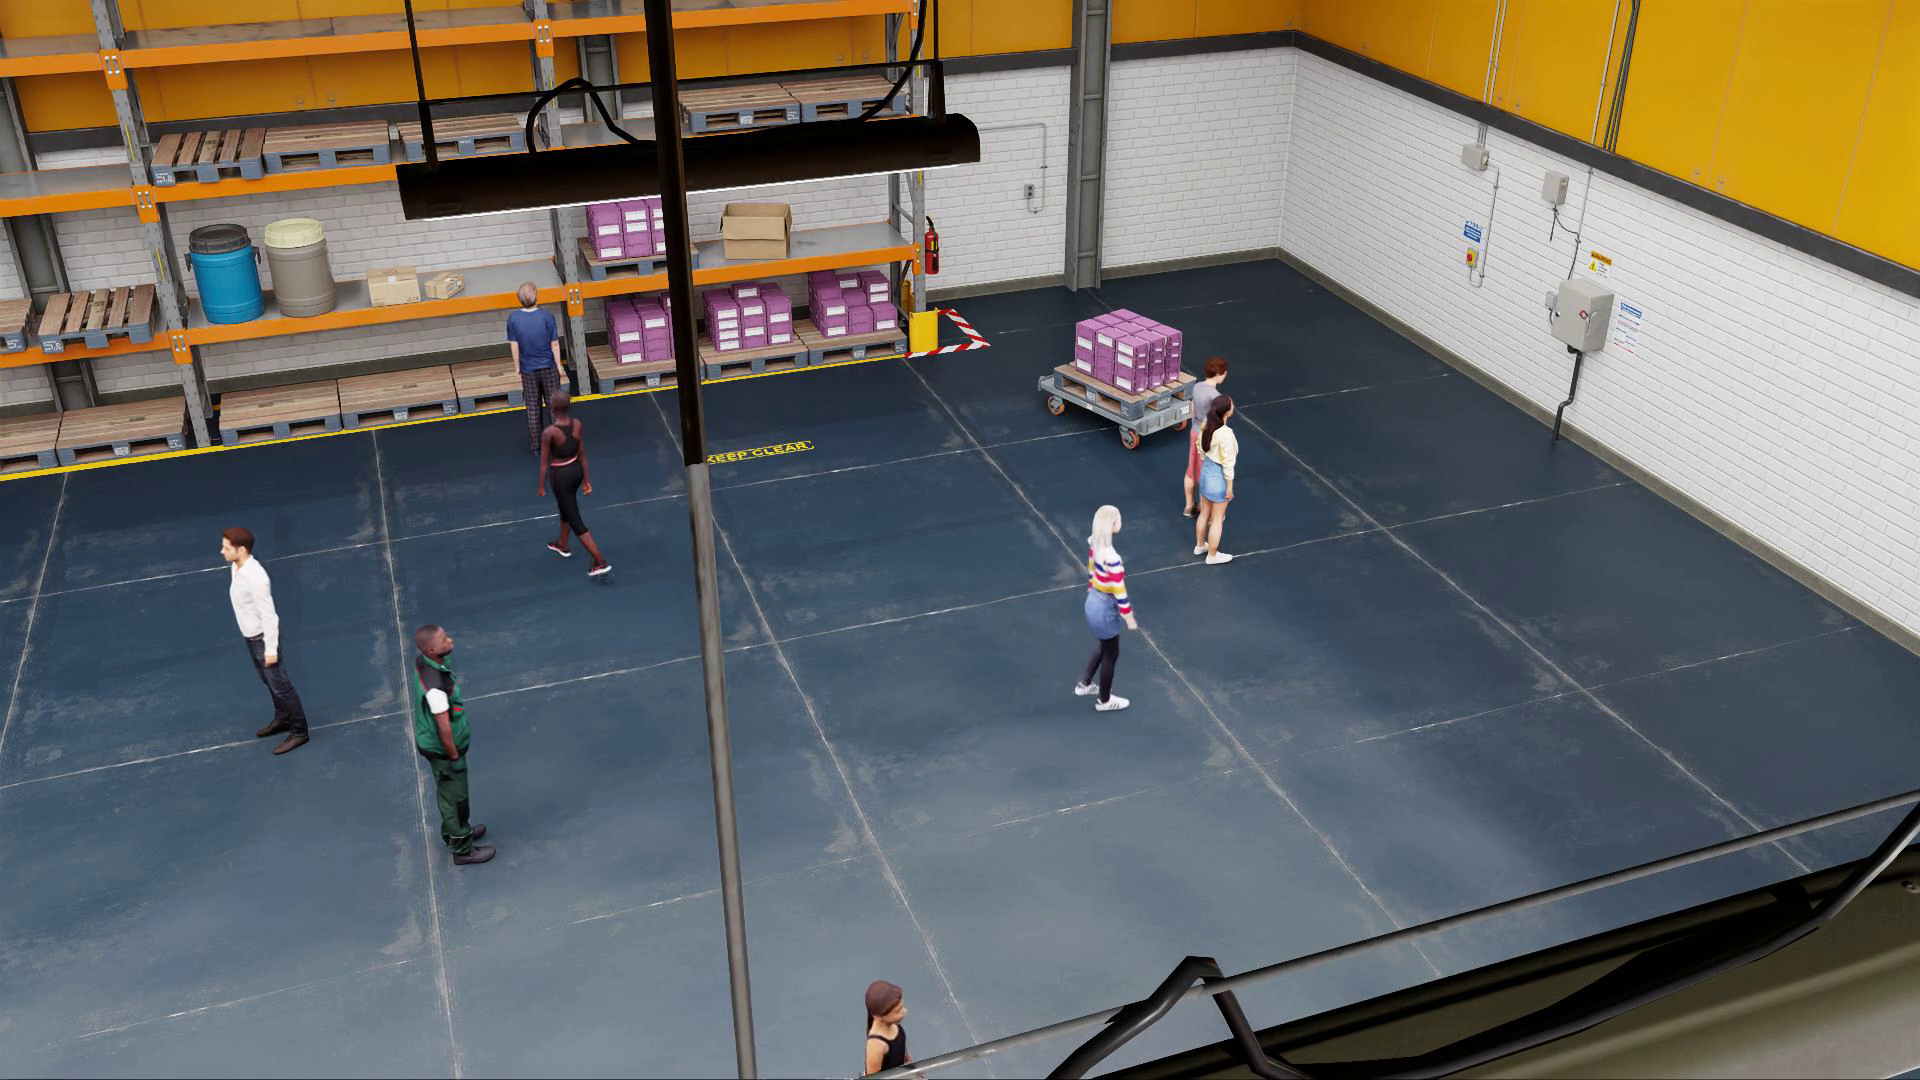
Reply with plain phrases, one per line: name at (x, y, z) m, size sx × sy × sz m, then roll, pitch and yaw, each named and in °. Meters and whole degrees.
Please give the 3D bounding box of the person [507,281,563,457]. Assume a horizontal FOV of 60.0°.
person at (-4.306, -1.753, 17.017) m, size 0.571 × 1.872 × 0.769 m, roll -3°, pitch 29°, yaw -6°

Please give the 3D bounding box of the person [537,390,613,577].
person at (-3.443, -0.471, 14.821) m, size 1.086 × 1.724 × 1.158 m, roll 19°, pitch 34°, yaw 30°

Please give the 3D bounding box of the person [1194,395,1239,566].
person at (2.318, -0.565, 15.090) m, size 0.554 × 1.630 × 0.651 m, roll -12°, pitch 31°, yaw -21°

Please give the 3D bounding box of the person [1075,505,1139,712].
person at (1.067, 0.550, 12.867) m, size 0.667 × 1.803 × 0.698 m, roll -6°, pitch 29°, yaw -12°

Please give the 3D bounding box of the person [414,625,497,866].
person at (-3.503, 1.377, 11.314) m, size 0.614 × 1.839 × 0.686 m, roll -12°, pitch 31°, yaw -20°

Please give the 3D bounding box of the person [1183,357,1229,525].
person at (2.324, -0.955, 15.785) m, size 0.575 × 1.650 × 0.626 m, roll -15°, pitch 32°, yaw -26°

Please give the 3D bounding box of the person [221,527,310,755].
person at (-5.225, 0.730, 12.467) m, size 0.667 × 1.870 × 0.730 m, roll -22°, pitch 36°, yaw -35°

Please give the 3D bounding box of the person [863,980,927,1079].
person at (-0.471, 2.927, 8.801) m, size 1.093 × 1.523 × 0.796 m, roll 2°, pitch 29°, yaw 3°
